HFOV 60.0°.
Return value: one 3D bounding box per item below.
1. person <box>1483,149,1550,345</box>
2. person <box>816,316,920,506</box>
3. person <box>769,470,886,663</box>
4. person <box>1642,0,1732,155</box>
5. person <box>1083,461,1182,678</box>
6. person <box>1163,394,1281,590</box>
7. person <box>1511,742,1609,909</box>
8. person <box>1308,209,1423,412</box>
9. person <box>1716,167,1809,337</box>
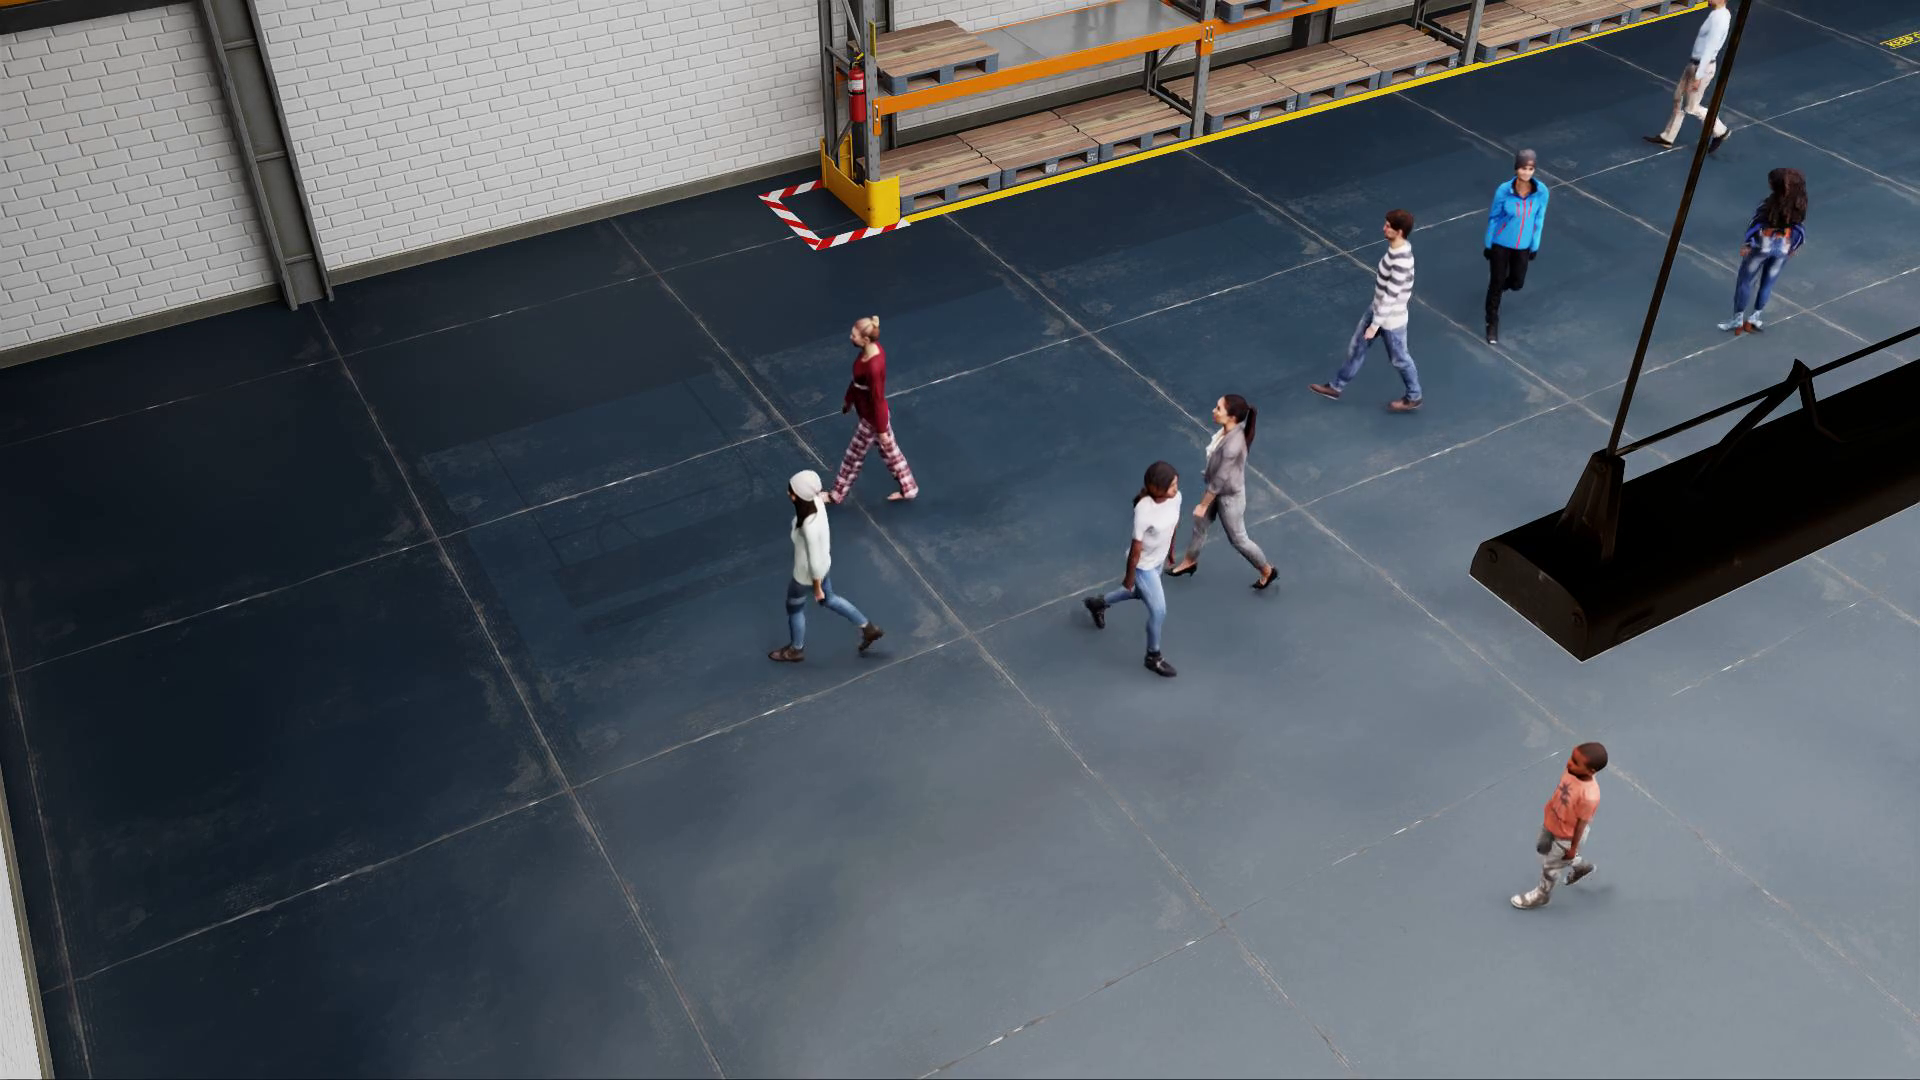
[{"bbox_3d":[4.832,-2.616,14.613,0.955,1.784,0.981,5,39,7],"label":"person"},{"bbox_3d":[-0.583,-0.953,12.629,1.142,1.662,0.935,-1,39,-1],"label":"person"},{"bbox_3d":[-0.916,0.190,11.231,1.110,1.621,0.925,2,39,2],"label":"person"},{"bbox_3d":[7.852,-4.924,17.469,1.110,1.828,1.109,14,41,17],"label":"person"},{"bbox_3d":[1.213,0.128,11.248,0.913,1.696,1.078,26,45,29],"label":"person"},{"bbox_3d":[1.973,-0.284,11.808,1.154,1.641,1.016,5,39,6],"label":"person"},{"bbox_3d":[3.577,1.658,9.651,0.797,1.299,0.652,-3,39,-4],"label":"person"},{"bbox_3d":[3.595,-1.815,13.597,1.282,1.801,1.084,2,39,2],"label":"person"},{"bbox_3d":[7.169,-2.566,14.688,0.712,1.613,0.819,13,40,16],"label":"person"}]
